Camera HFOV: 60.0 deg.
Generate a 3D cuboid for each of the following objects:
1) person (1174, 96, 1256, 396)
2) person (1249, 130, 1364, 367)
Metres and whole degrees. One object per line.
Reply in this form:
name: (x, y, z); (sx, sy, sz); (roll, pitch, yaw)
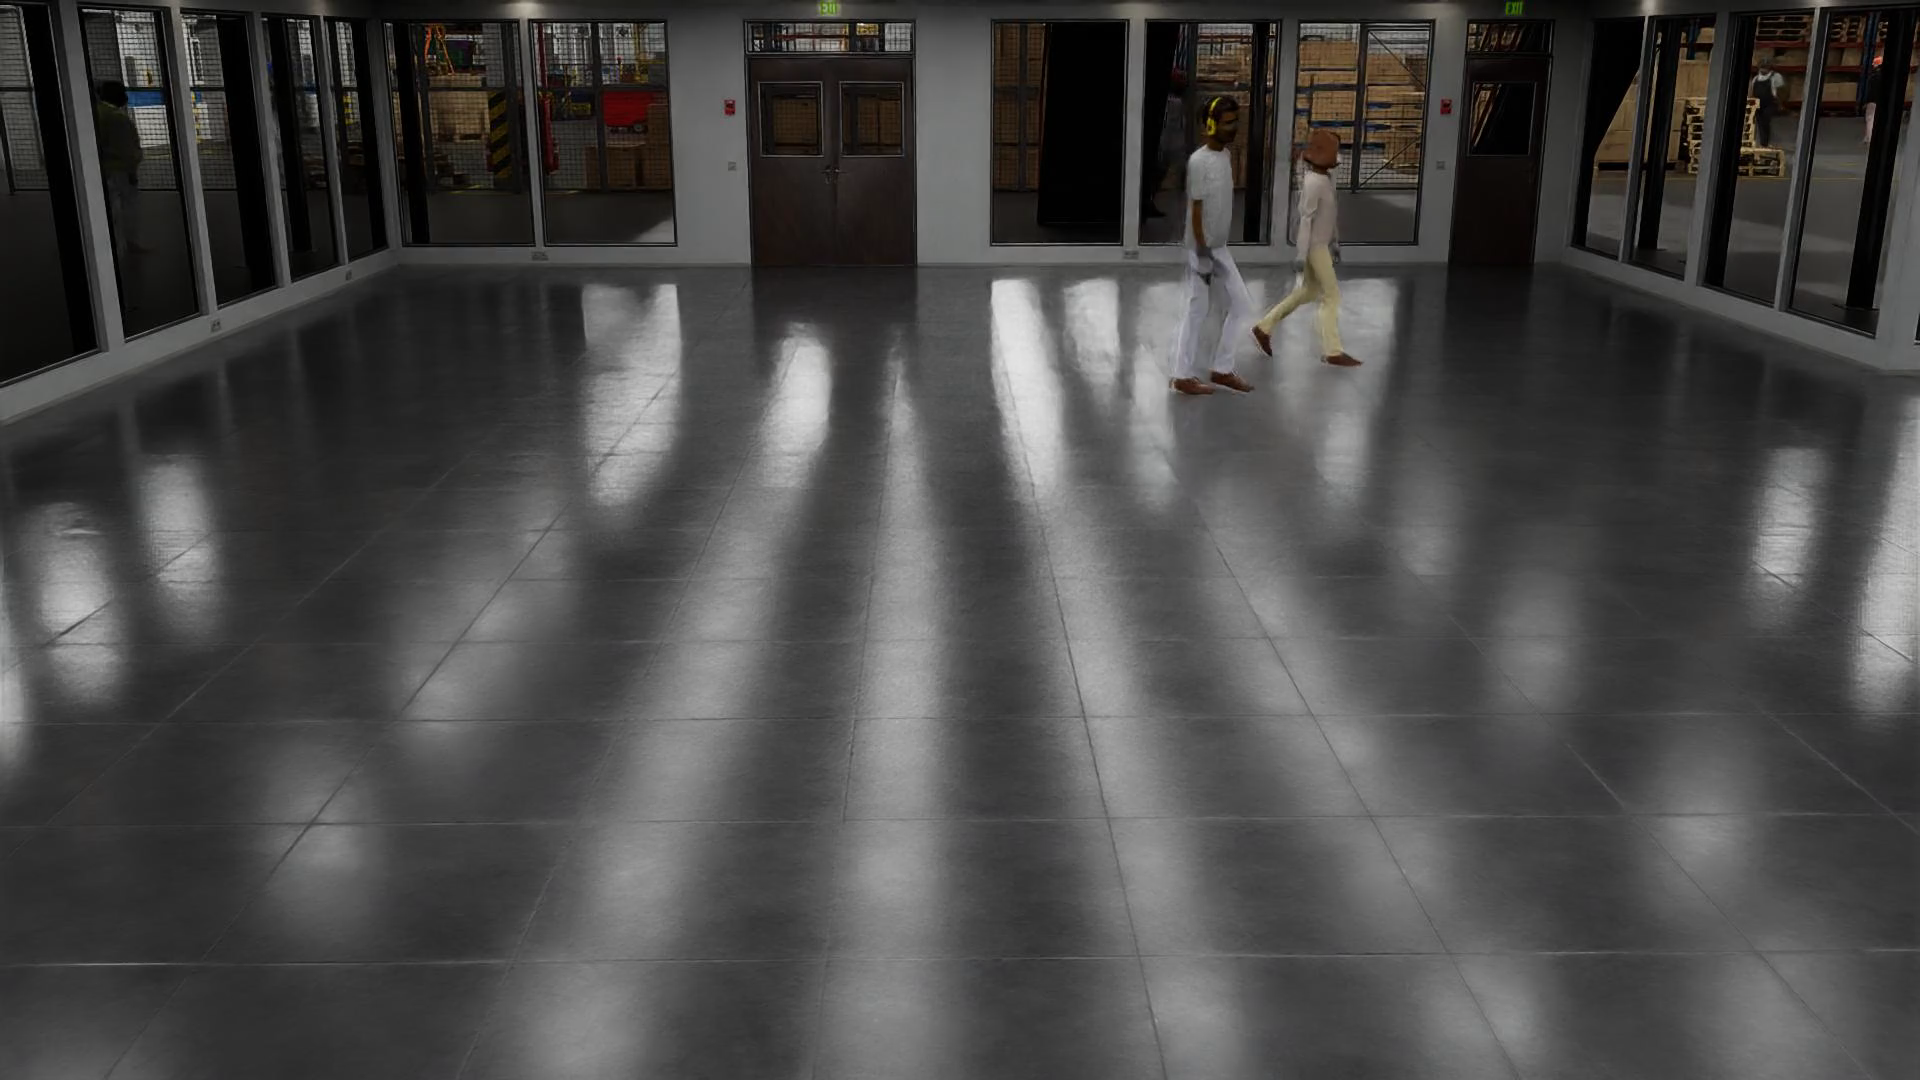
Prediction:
person: (1.630, -1.797, 10.321); (0.645, 1.848, 0.561); (11, 20, 33)
person: (2.419, -2.016, 11.493); (0.782, 1.605, 0.501); (7, 18, 21)
